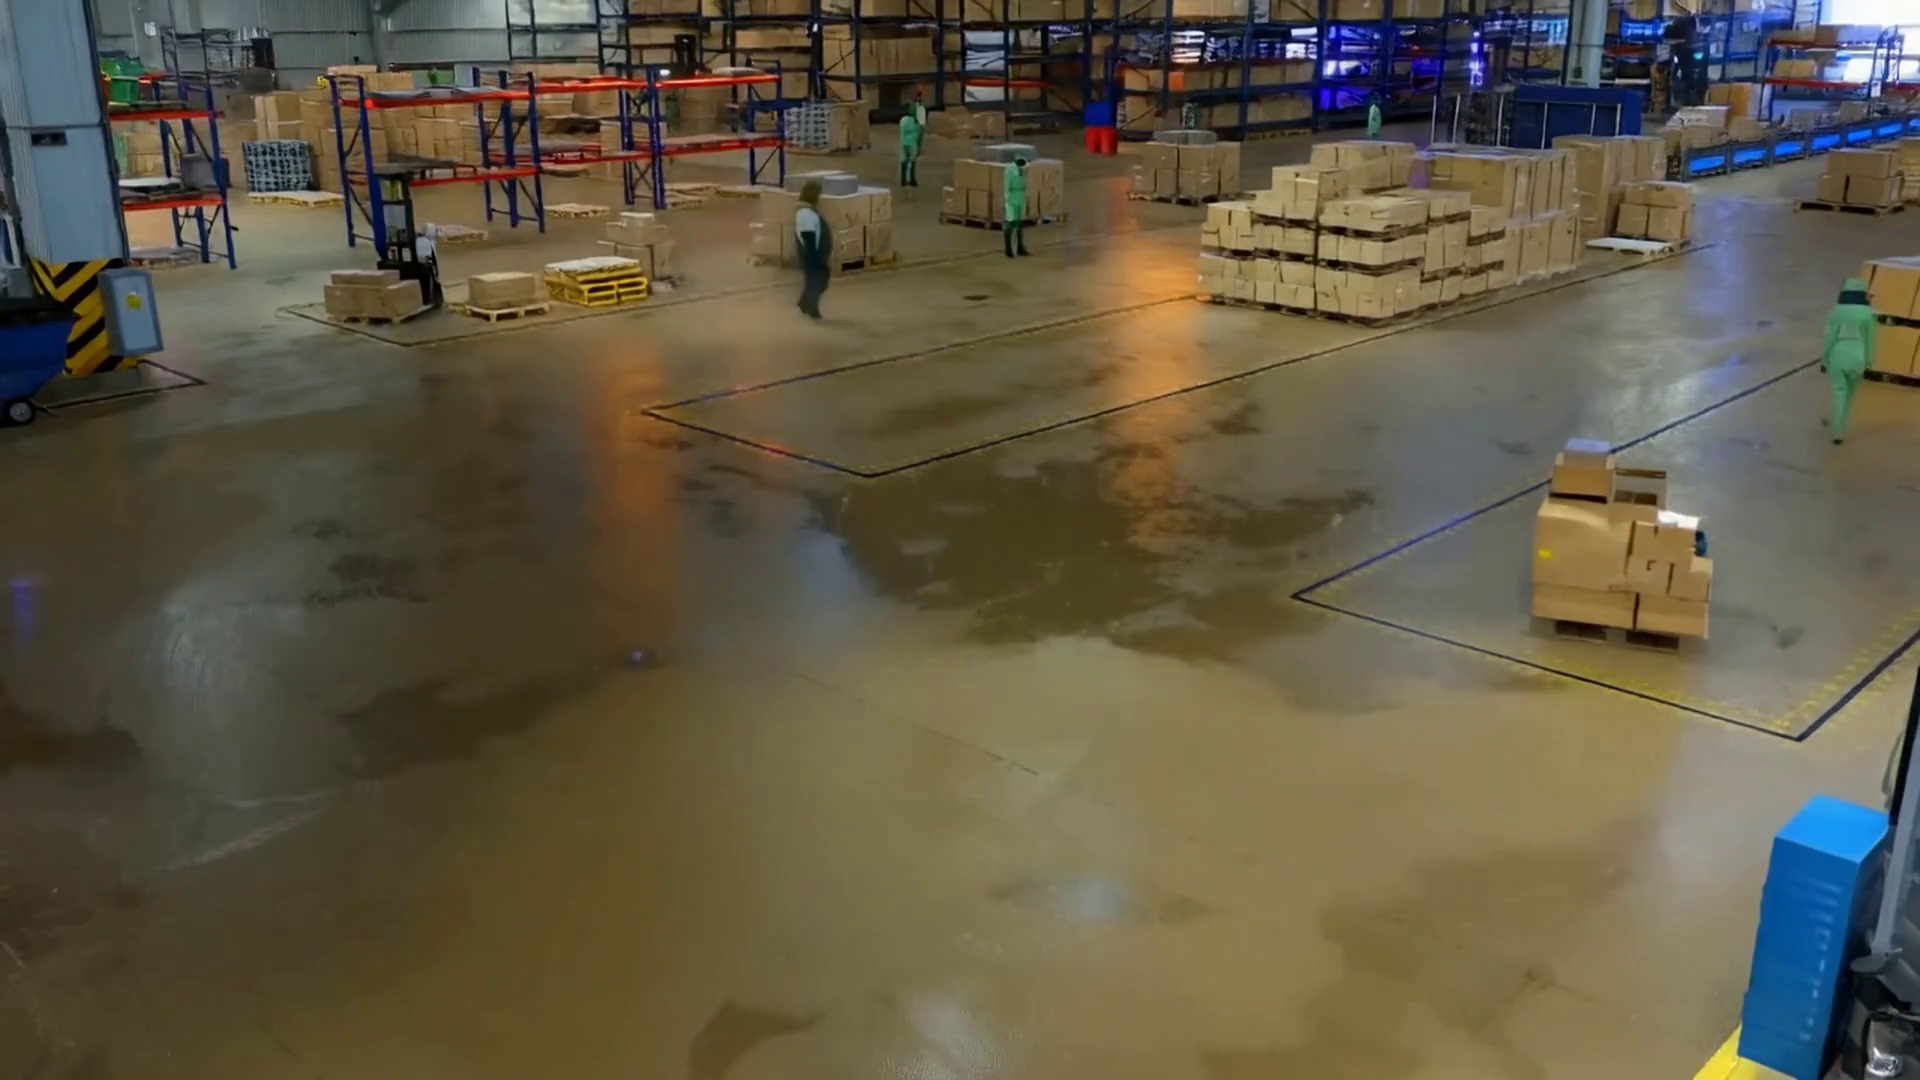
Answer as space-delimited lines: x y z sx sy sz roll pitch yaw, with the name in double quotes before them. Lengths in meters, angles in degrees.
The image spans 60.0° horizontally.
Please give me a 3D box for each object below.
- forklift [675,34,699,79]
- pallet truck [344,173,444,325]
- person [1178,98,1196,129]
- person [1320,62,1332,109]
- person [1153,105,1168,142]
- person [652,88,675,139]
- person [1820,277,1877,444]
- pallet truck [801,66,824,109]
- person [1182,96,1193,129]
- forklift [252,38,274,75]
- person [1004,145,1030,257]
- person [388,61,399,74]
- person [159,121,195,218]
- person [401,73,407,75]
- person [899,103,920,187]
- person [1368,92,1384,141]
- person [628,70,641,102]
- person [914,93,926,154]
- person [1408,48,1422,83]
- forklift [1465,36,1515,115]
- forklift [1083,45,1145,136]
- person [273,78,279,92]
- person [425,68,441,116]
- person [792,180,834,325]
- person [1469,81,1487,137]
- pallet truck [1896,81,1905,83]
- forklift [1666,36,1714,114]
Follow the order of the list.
"forklift" -10.541 -18.138 64.429 1.129 2.768 1.873 17 25 41
"pallet truck" -8.209 -4.181 23.757 0.823 1.965 1.885 3 19 9
"person" 6.511 -11.894 47.620 0.528 1.596 0.841 14 23 36
"person" 13.615 -16.988 62.351 0.637 1.994 0.804 1 18 2
"person" 4.885 -9.595 40.301 0.533 1.853 0.578 -15 24 -38
"person" -8.322 -11.739 46.708 0.644 1.898 1.013 -5 19 -15
"person" 9.183 -1.862 17.244 0.489 1.694 0.843 5 19 15
"pallet truck" -4.812 -15.182 56.903 0.823 1.965 1.885 -9 21 -26
"person" 6.431 -11.737 47.076 0.309 1.645 0.515 7 20 20
"forklift" -24.839 -16.535 59.600 1.129 2.768 1.873 17 25 41
"person" 1.027 -5.944 29.188 0.542 1.928 0.399 -15 23 -37
"person" -20.950 -16.654 61.388 0.890 1.958 0.652 -7 19 -19
"person" -16.143 -7.613 34.192 0.635 1.936 0.354 12 22 32
"person" -18.839 -14.873 56.252 0.661 1.827 0.636 9 20 24
"person" -1.185 -9.370 39.463 0.606 1.957 0.383 14 23 36
"person" 10.909 -10.766 43.693 0.373 1.934 0.551 13 22 34
"person" -11.057 -14.864 56.088 0.591 1.911 0.390 -9 20 -24
"person" -1.151 -11.847 47.341 0.322 1.690 0.532 7 20 21
"person" 21.582 -22.403 78.914 0.621 1.838 0.429 2 18 5
"forklift" 19.973 -17.201 61.605 1.873 2.768 1.129 16 24 40
"forklift" 4.849 -14.127 52.344 1.129 2.768 1.873 17 25 41
"person" -20.959 -13.179 50.961 0.630 1.940 0.372 17 25 41
"person" -18.234 -15.411 57.783 0.592 1.891 0.941 -14 23 -36
"person" -2.021 -3.982 23.092 0.536 2.000 0.701 -2 18 -7
"person" 16.442 -13.684 52.798 0.521 1.729 0.875 3 19 9
"pallet truck" 34.802 -16.331 61.455 0.653 1.274 1.630 17 25 41
"forklift" 27.341 -17.291 61.877 1.129 2.768 1.873 17 25 41
